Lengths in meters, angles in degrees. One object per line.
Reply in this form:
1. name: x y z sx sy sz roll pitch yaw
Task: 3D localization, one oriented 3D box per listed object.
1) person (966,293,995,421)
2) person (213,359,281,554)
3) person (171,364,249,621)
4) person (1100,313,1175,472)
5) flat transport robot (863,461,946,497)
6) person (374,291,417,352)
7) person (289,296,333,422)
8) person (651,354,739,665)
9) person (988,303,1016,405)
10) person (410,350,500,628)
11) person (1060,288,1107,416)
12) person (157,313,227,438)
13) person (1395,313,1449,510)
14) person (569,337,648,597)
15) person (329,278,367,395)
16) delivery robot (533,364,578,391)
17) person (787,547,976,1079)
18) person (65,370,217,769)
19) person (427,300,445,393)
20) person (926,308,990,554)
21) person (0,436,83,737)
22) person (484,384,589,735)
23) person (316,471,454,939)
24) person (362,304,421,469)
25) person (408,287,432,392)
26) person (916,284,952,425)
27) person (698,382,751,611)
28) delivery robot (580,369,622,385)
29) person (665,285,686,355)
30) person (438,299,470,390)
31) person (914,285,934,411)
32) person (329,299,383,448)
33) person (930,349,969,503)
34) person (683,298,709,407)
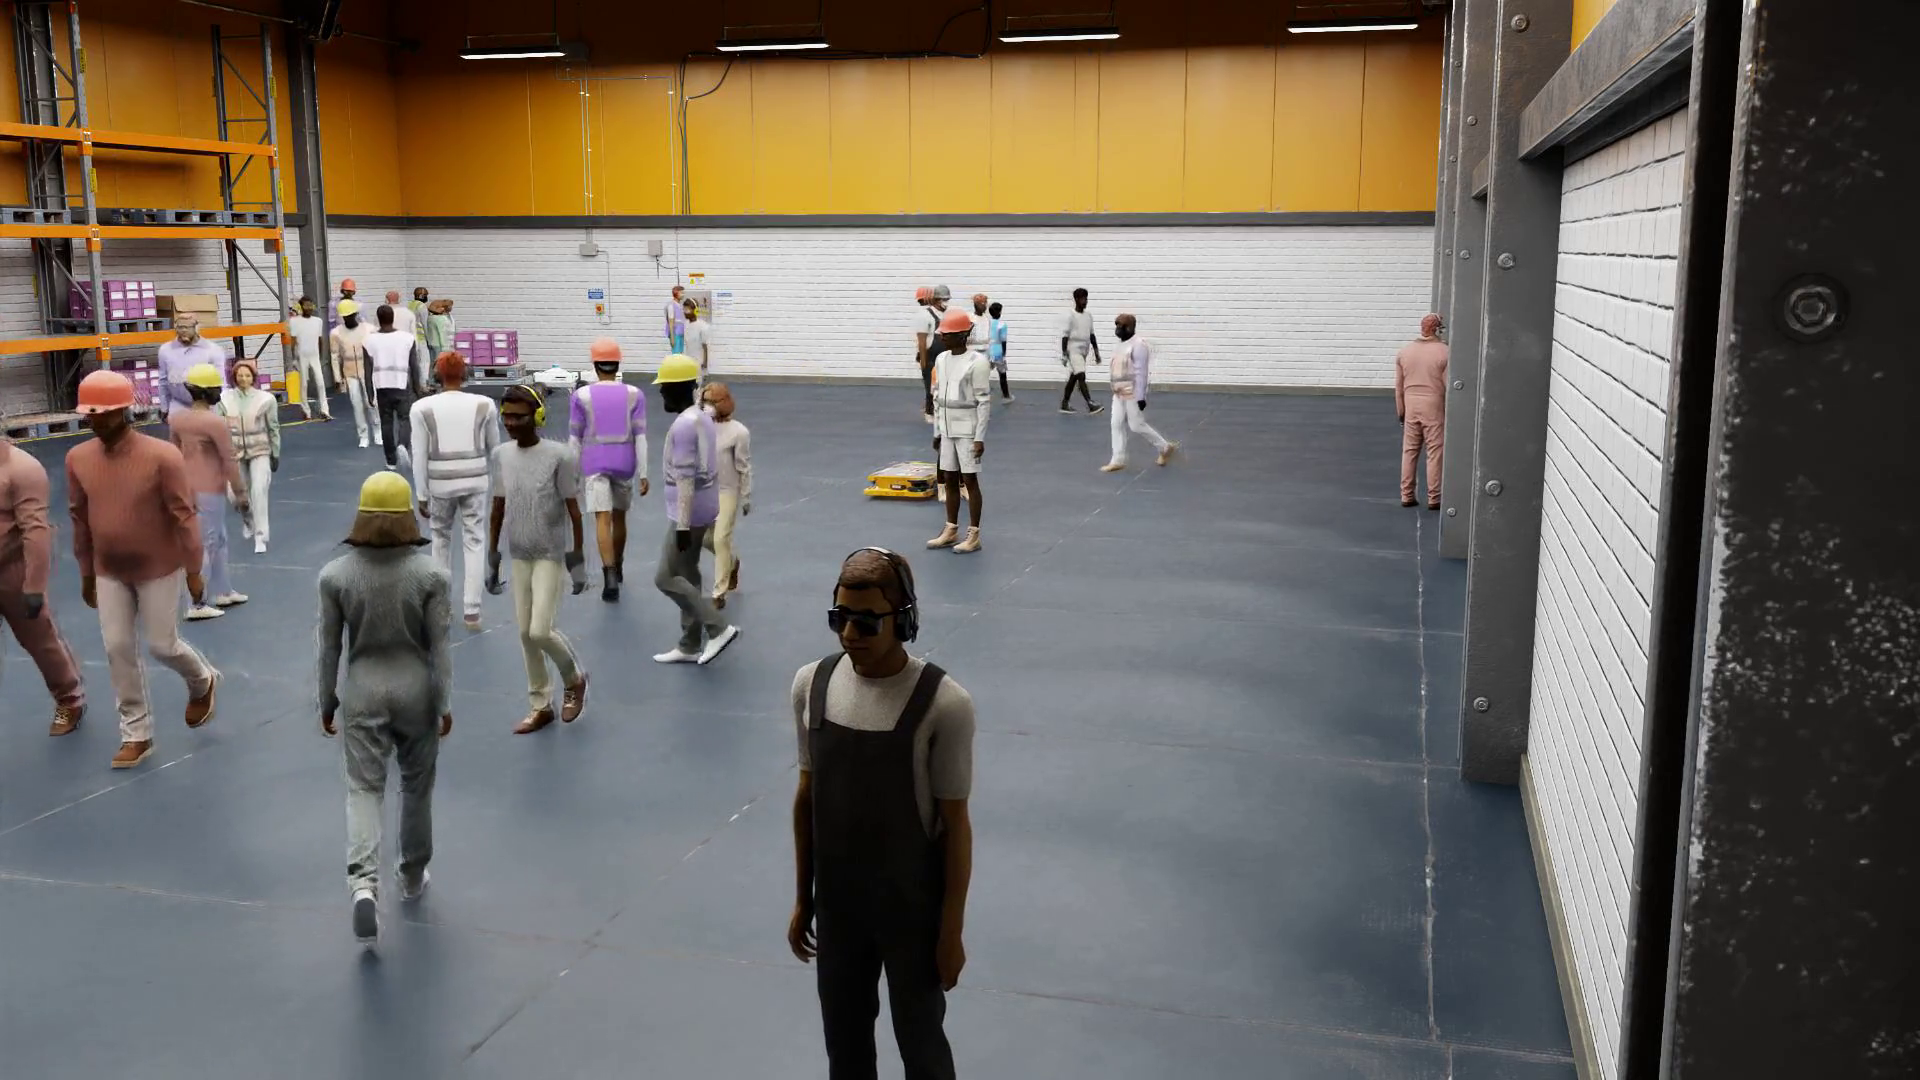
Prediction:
1. person: 0.259 -2.661 24.275 0.610 1.875 0.444 -9 13 -41
2. person: -5.977 -0.717 13.993 0.525 1.617 0.553 -2 10 -12
3. person: -5.125 -0.341 11.501 0.554 1.740 0.722 5 11 27
4. person: 2.010 -1.660 18.824 0.785 1.817 0.641 -4 11 -20
5. flat transport robot: -0.452 -0.641 17.390 0.652 0.197 1.431 3 11 18
6. person: -8.970 -3.015 26.386 0.647 1.846 1.037 -6 12 -33
7. person: -9.446 -2.617 24.166 0.519 1.834 0.901 -7 12 -35
8. person: -1.642 -0.168 10.062 0.428 1.912 0.597 0 10 1
9. person: 0.568 -2.944 26.488 0.546 1.645 0.861 6 12 30
10. person: -3.420 -0.360 11.323 0.587 1.857 0.795 -4 11 -20
11. person: 1.872 -2.841 25.169 0.988 1.913 0.632 9 13 41
12. person: -7.770 -1.336 16.787 0.693 1.872 0.869 -2 10 -10
13. person: 4.560 -1.249 16.206 0.399 1.909 0.642 -10 14 -43
14. person: -2.588 -0.546 12.288 0.555 1.893 1.010 -3 11 -18
15. person: -10.457 -3.463 28.442 0.638 2.011 0.550 -4 11 -22
16. delivery robot: -6.853 -2.742 28.215 0.707 0.478 0.477 0 10 2
17. person: -0.200 0.916 4.160 0.501 1.839 0.341 6 11 29
18. person: -4.061 0.119 8.287 0.647 1.965 0.719 1 10 3
19. person: -9.061 -3.340 28.836 0.273 1.627 0.498 -10 14 -44
20. person: -0.021 -0.904 13.873 0.394 2.040 0.609 -9 13 -41
21. person: -4.814 0.177 8.335 0.646 1.855 1.041 1 10 5
22. person: -2.211 0.108 8.700 0.524 1.849 0.403 4 11 24
23. person: -2.150 0.606 6.235 0.522 1.712 0.782 -2 10 -12
24. person: -6.461 -1.725 18.923 0.605 1.898 0.651 -3 10 -16
25. person: -9.470 -3.534 29.336 0.429 1.842 0.626 -9 14 -42
26. person: -0.248 -2.638 23.690 0.686 2.000 0.540 -9 13 -41
27. person: -1.701 -0.331 11.834 0.501 1.612 0.680 4 11 22
28. delivery robot: -6.118 -2.770 28.376 0.707 0.478 0.477 5 11 26
29. person: -5.175 -3.712 30.323 0.374 1.843 0.570 2 10 12
30. person: -9.006 -3.454 29.488 0.803 1.602 0.526 2 10 11
31. person: -0.412 -2.942 25.646 0.581 1.961 0.619 6 12 29
32. person: -7.614 -2.096 21.022 0.609 1.893 0.511 -1 10 -8
33. person: -0.041 -1.217 16.618 0.535 1.697 0.318 -5 11 -24
34. person: -3.637 -2.401 22.902 0.435 1.843 0.544 -9 13 -41
